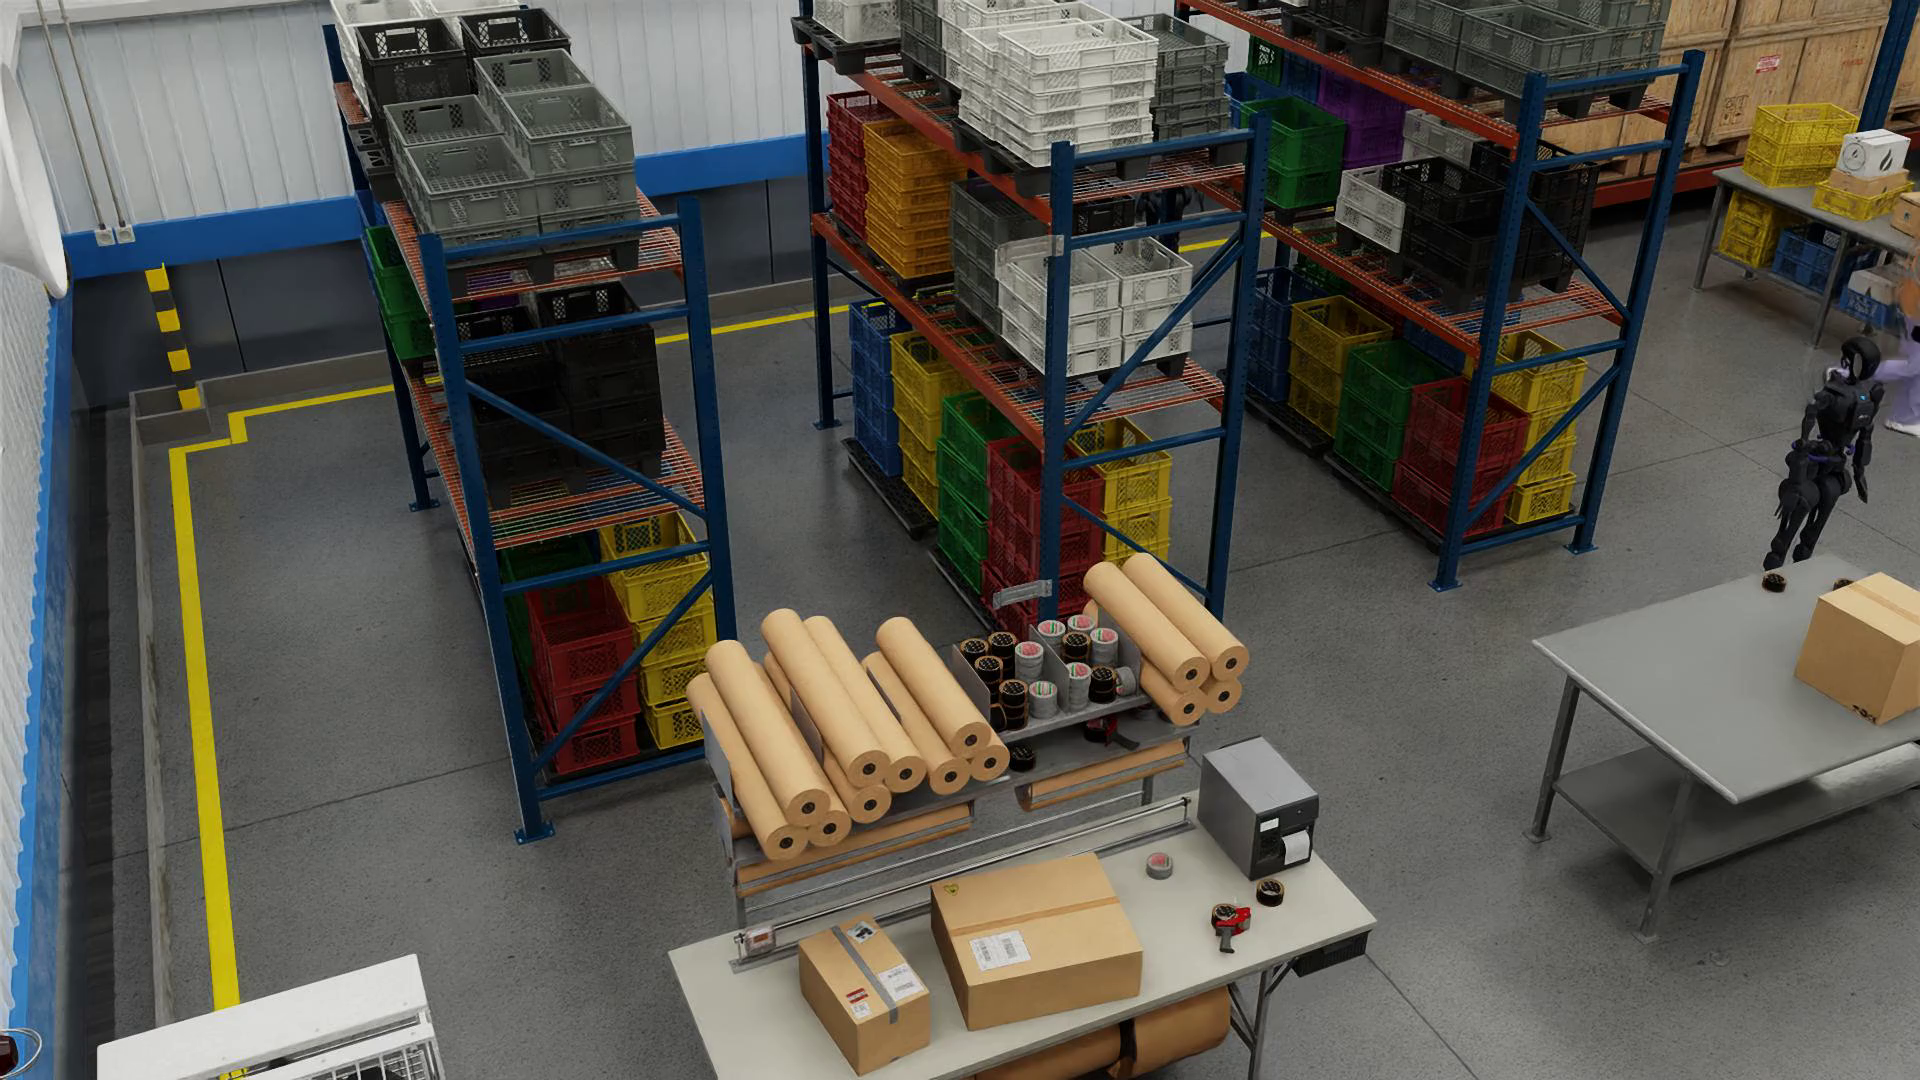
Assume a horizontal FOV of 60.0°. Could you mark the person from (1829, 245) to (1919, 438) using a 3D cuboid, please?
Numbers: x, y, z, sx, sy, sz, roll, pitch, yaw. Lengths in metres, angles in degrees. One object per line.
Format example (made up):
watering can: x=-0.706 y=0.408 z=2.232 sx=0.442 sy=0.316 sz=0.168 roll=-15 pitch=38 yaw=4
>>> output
person: x=6.341 y=-1.579 z=10.995 sx=0.692 sy=1.889 sz=0.592 roll=23 pitch=38 yaw=32

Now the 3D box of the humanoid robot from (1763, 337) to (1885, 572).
humanoid robot: x=4.767 y=-0.348 z=9.180 sx=0.589 sy=1.657 sz=0.327 roll=-13 pitch=34 yaw=-21

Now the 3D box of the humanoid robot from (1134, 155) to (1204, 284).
humanoid robot: x=1.642 y=-2.754 z=13.087 sx=0.589 sy=1.657 sz=0.327 roll=-13 pitch=34 yaw=-21
